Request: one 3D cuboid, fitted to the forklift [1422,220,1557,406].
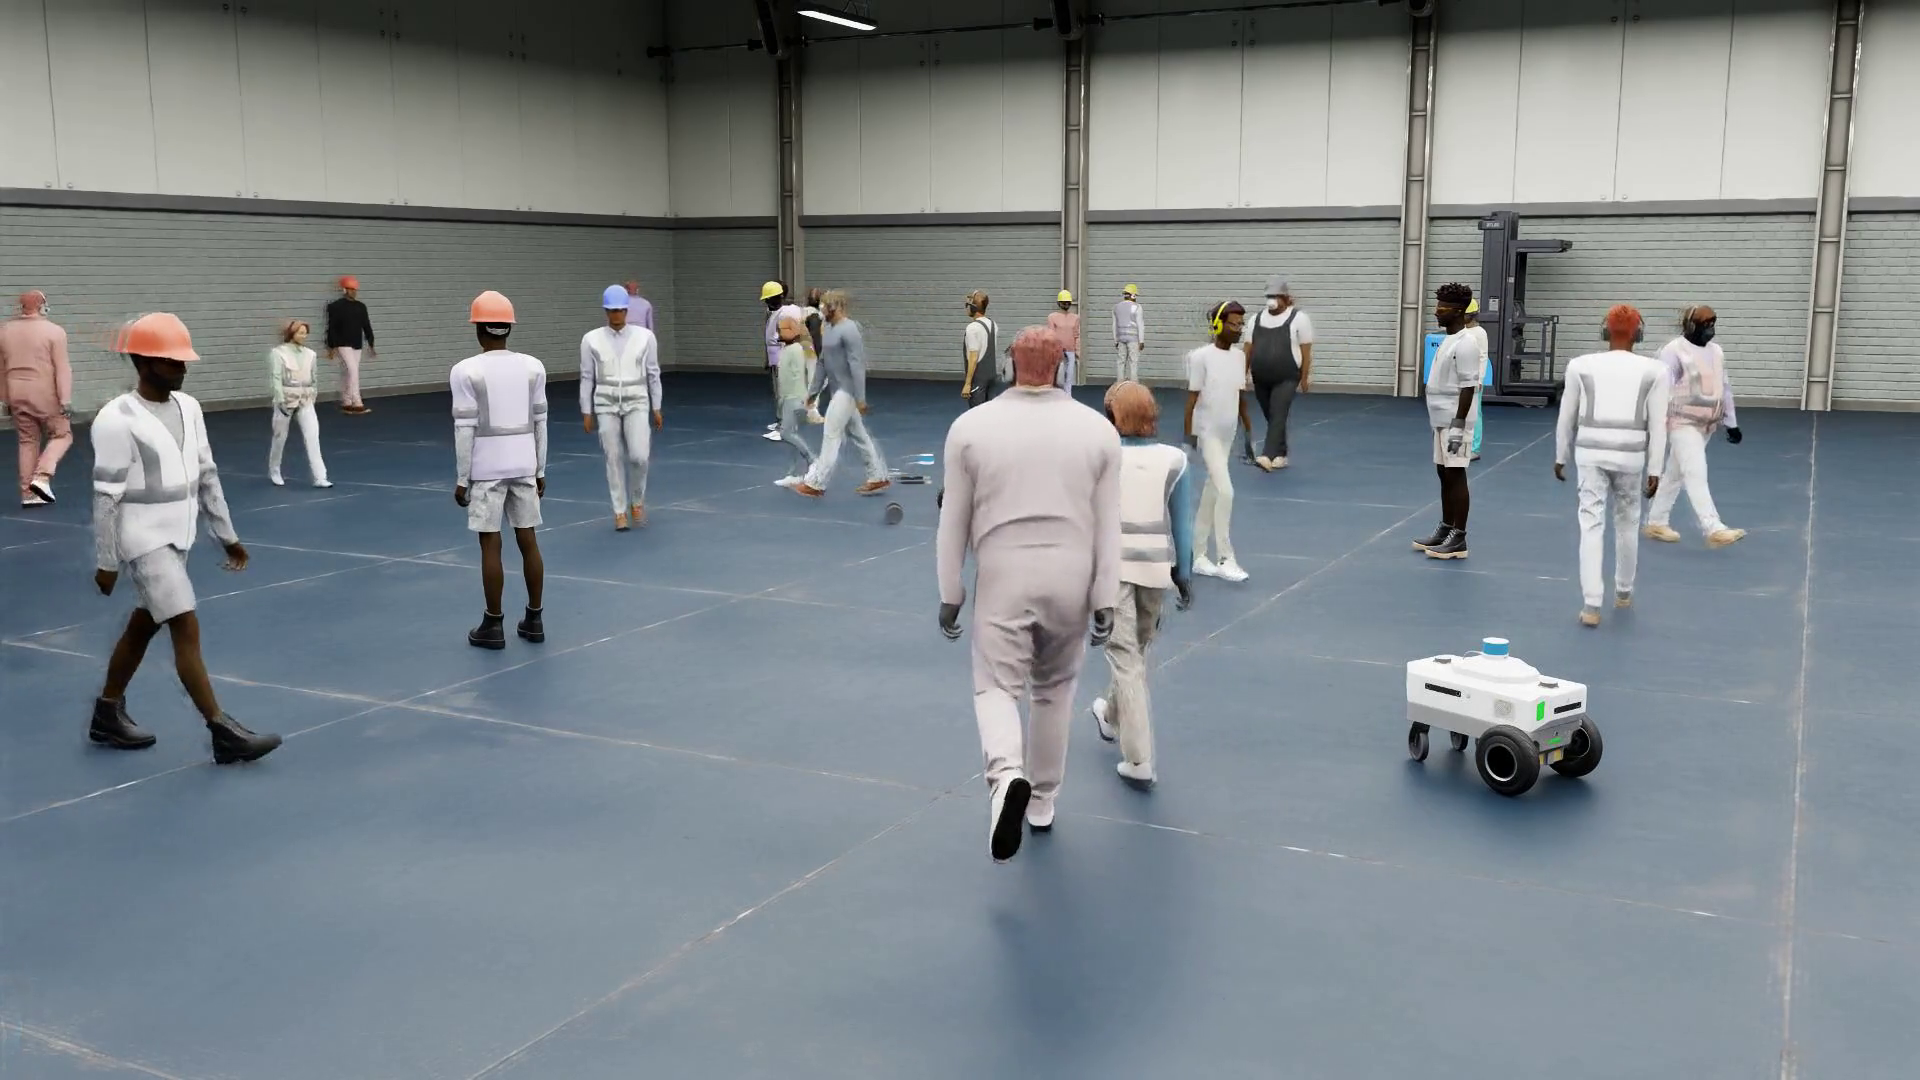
[{"bbox_3d":[8.245,-3.527,25.720,1.873,2.768,1.129,5,10,27],"label":"forklift"}]

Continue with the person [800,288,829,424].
[{"bbox_3d":[-1.944,-2.479,22.411,0.443,1.820,0.640,-1,9,-8],"label":"person"}]

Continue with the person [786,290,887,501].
[{"bbox_3d":[-1.093,-1.306,15.013,1.028,1.871,0.630,-4,10,-21],"label":"person"}]

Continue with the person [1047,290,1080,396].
[{"bbox_3d":[1.497,-2.714,24.001,0.523,1.769,0.309,-4,10,-24],"label":"person"}]

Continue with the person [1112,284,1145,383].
[{"bbox_3d":[2.816,-3.327,27.608,0.588,1.822,0.403,7,12,38],"label":"person"}]

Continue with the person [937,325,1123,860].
[{"bbox_3d":[0.253,0.187,5.828,0.655,1.868,0.827,0,9,-2],"label":"person"}]

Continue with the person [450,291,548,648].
[{"bbox_3d":[-2.524,-0.388,9.124,0.544,1.939,0.354,-8,12,-41],"label":"person"}]

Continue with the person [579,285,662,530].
[{"bbox_3d":[-2.676,-1.033,13.114,0.648,1.931,0.478,-1,9,-8],"label":"person"}]

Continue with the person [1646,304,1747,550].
[{"bbox_3d":[5.517,-0.844,12.378,0.624,1.791,0.954,-6,11,-33],"label":"person"}]

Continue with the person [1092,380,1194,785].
[{"bbox_3d":[0.653,0.144,6.862,0.541,1.591,0.831,-3,10,-18],"label":"person"}]

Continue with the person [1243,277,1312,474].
[{"bbox_3d":[3.180,-1.696,17.010,0.694,2.000,1.032,7,11,36],"label":"person"}]

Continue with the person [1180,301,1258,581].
[{"bbox_3d":[1.792,-0.649,11.034,0.541,1.834,0.773,-8,12,-41],"label":"person"}]

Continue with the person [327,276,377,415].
[{"bbox_3d":[-8.583,-2.756,23.638,0.889,1.957,0.635,5,10,27],"label":"person"}]

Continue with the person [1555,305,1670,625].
[{"bbox_3d":[3.864,-0.466,9.907,0.599,1.841,0.950,3,10,19],"label":"person"}]

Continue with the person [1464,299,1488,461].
[{"bbox_3d":[5.490,-1.741,18.027,0.337,1.759,0.524,-3,10,-18],"label":"person"}]

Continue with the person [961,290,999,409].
[{"bbox_3d":[0.194,-1.608,16.935,0.343,1.847,0.506,6,11,31],"label":"person"}]

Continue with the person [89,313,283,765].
[{"bbox_3d":[-3.360,-0.006,6.996,0.985,1.885,0.551,1,9,9],"label":"person"}]

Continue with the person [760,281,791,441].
[{"bbox_3d":[-2.207,-2.159,20.119,0.393,1.916,0.587,-3,10,-17],"label":"person"}]

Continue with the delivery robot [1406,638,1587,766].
[{"bbox_3d":[2.192,0.646,6.844,0.477,0.478,0.707,-7,11,-35],"label":"delivery robot"}]

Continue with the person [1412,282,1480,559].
[{"bbox_3d":[3.529,-0.864,11.973,0.367,1.966,0.604,0,9,1],"label":"person"}]

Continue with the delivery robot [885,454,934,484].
[{"bbox_3d":[-0.266,-0.591,13.677,0.698,0.223,0.335,-1,9,-4],"label":"delivery robot"}]

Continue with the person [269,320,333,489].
[{"bbox_3d":[-6.308,-1.287,15.742,0.895,1.587,0.516,8,12,39],"label":"person"}]

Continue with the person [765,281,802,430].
[{"bbox_3d":[-2.262,-2.374,21.471,0.400,1.910,0.626,6,11,34],"label":"person"}]

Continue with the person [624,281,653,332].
[{"bbox_3d":[-5.497,-3.397,27.919,0.679,1.854,0.979,-4,10,-23],"label":"person"}]

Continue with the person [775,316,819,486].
[{"bbox_3d":[-1.603,-1.322,15.858,0.381,1.620,0.518,-4,10,-22],"label":"person"}]

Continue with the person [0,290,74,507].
[{"bbox_3d":[-8.027,-1.226,14.473,0.706,1.881,0.440,1,9,9],"label":"person"}]
